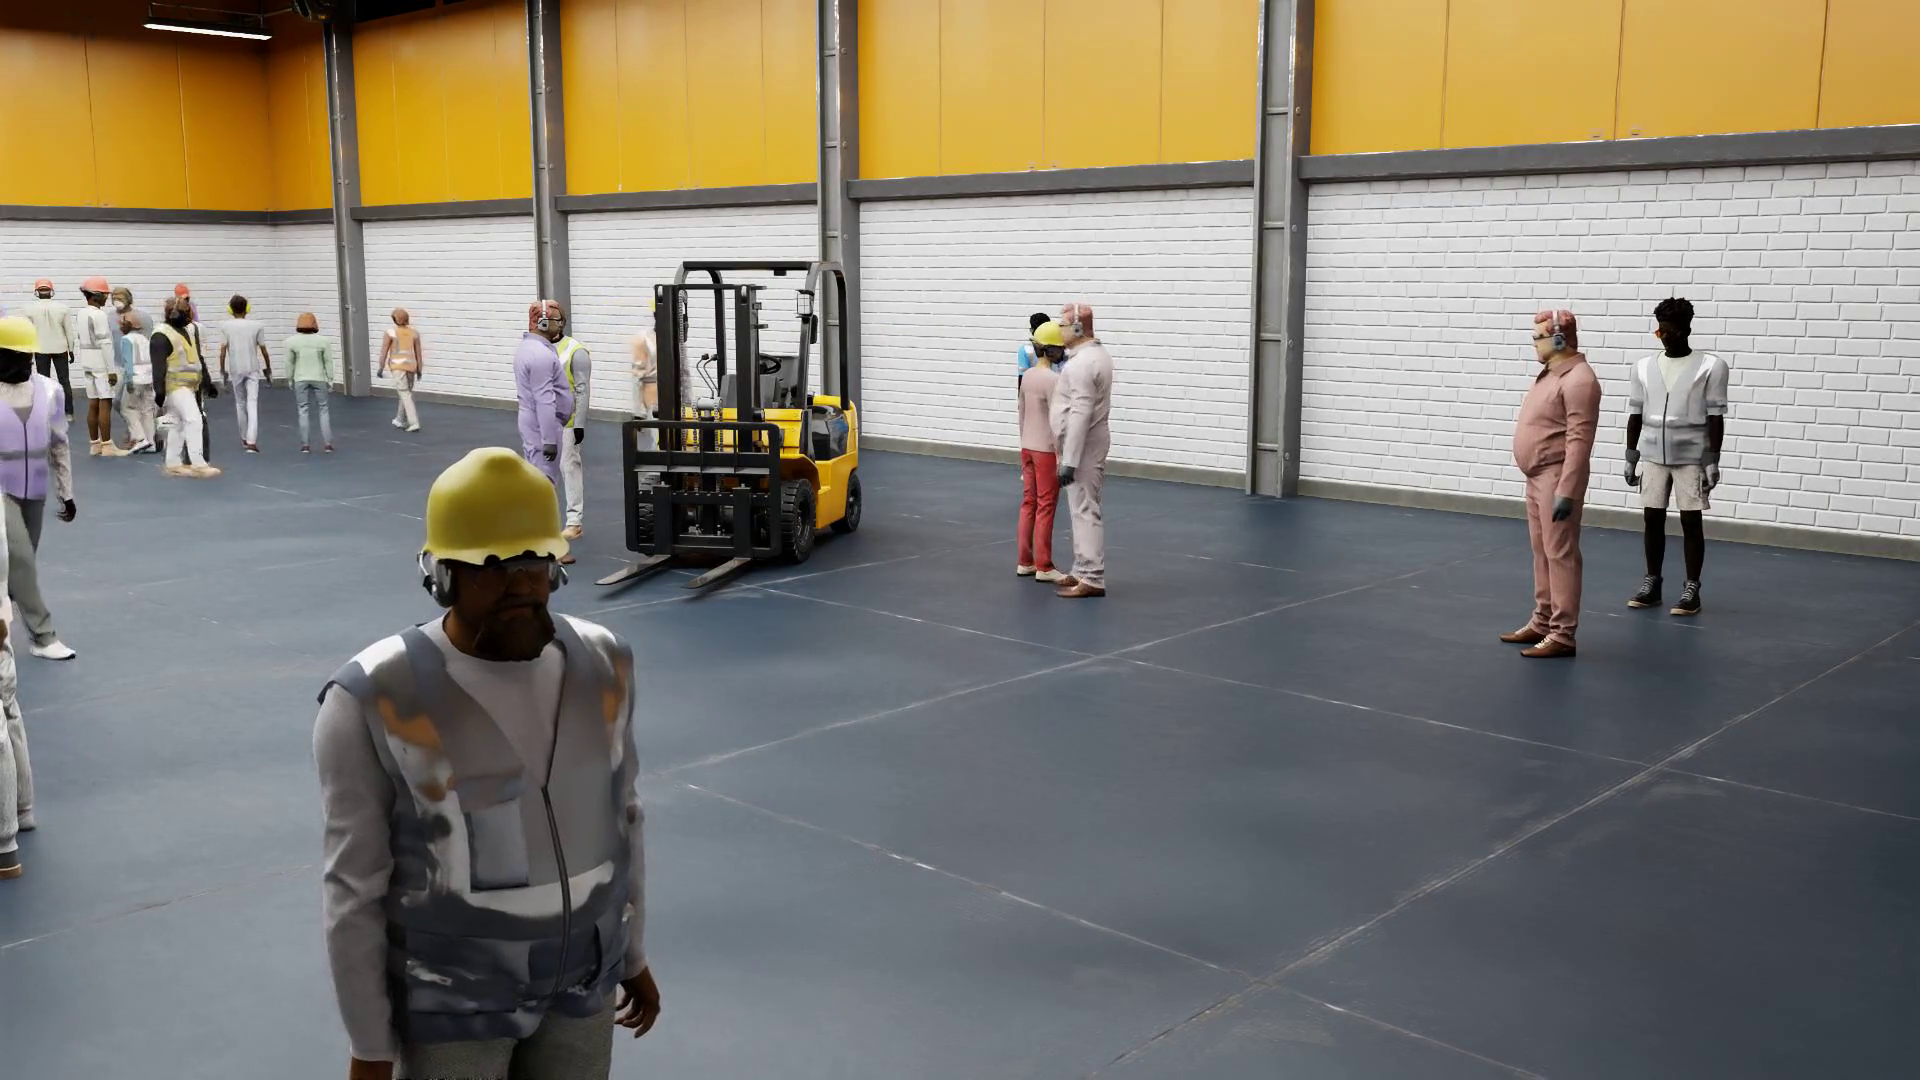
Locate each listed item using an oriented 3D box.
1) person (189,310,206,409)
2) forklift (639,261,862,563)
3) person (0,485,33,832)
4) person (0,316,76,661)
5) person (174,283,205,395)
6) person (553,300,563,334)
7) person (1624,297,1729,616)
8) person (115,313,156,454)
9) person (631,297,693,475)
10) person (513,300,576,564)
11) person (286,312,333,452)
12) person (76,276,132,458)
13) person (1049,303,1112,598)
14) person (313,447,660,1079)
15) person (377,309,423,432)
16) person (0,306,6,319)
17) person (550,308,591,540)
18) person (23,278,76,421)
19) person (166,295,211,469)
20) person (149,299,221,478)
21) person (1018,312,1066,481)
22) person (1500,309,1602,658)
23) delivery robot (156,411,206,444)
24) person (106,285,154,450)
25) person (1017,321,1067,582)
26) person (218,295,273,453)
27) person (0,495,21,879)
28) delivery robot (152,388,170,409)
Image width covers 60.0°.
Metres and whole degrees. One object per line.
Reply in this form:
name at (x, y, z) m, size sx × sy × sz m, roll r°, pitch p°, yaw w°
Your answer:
person at (-11.068, -2.576, 23.847) m, size 0.501 × 1.633 × 0.289 m, roll -2°, pitch 10°, yaw -14°
forklift at (-1.552, -1.040, 12.721) m, size 1.214 × 2.155 × 2.313 m, roll 2°, pitch 9°, yaw 11°
person at (-3.630, 0.326, 6.053) m, size 0.310 × 1.637 × 0.512 m, roll 0°, pitch 9°, yaw 0°
person at (-5.250, -0.301, 9.157) m, size 0.953 × 1.883 × 0.592 m, roll 5°, pitch 11°, yaw 29°
person at (-12.761, -3.306, 27.601) m, size 0.378 × 1.891 × 0.726 m, roll 2°, pitch 9°, yaw 10°
person at (-4.685, -1.859, 19.051) m, size 0.322 × 1.769 × 0.523 m, roll 4°, pitch 10°, yaw 23°
person at (4.397, -0.517, 10.275) m, size 0.388 × 1.952 × 0.611 m, roll -9°, pitch 13°, yaw -44°
person at (-9.423, -1.789, 19.046) m, size 0.413 × 1.614 × 0.539 m, roll 1°, pitch 9°, yaw 3°
person at (-2.584, -1.218, 14.711) m, size 0.565 × 1.919 × 0.632 m, roll 7°, pitch 11°, yaw 35°
person at (-2.977, -0.771, 11.984) m, size 0.401 × 1.903 × 0.645 m, roll -4°, pitch 10°, yaw -23°
person at (-7.513, -1.820, 19.251) m, size 0.508 × 1.629 × 0.298 m, roll -3°, pitch 10°, yaw -19°
person at (-9.647, -1.937, 18.682) m, size 0.608 × 2.044 × 0.372 m, roll 7°, pitch 12°, yaw 38°
person at (0.777, -0.574, 10.810) m, size 0.407 × 1.900 × 0.668 m, roll 2°, pitch 9°, yaw 10°
person at (-0.769, 0.750, 2.849) m, size 0.595 × 1.831 × 0.403 m, roll -9°, pitch 13°, yaw -43°
person at (-7.319, -2.220, 21.785) m, size 0.861 × 1.589 × 0.526 m, roll 8°, pitch 12°, yaw 40°
person at (-14.448, -2.885, 24.802) m, size 0.548 × 1.942 × 0.348 m, roll -1°, pitch 9°, yaw -7°
person at (-3.197, -0.921, 13.065) m, size 0.626 × 1.847 × 0.429 m, roll 4°, pitch 10°, yaw 23°
person at (-12.613, -2.623, 23.063) m, size 0.608 × 1.987 × 0.388 m, roll -6°, pitch 11°, yaw -31°
person at (-8.092, -1.627, 17.386) m, size 0.326 × 1.843 × 0.515 m, roll 1°, pitch 9°, yaw 7°
person at (-7.820, -1.538, 16.924) m, size 0.735 × 1.808 × 0.624 m, roll -1°, pitch 9°, yaw -3°
person at (0.807, -1.409, 16.535) m, size 0.537 × 1.694 × 0.320 m, roll -4°, pitch 10°, yaw -22°
person at (3.234, -0.307, 9.125) m, size 0.405 × 1.903 × 0.636 m, roll 1°, pitch 9°, yaw 3°
delivery robot at (-9.107, -1.373, 19.460) m, size 0.477 × 0.478 × 0.707 m, roll 0°, pitch 10°, yaw -5°
person at (-9.831, -2.040, 19.669) m, size 0.654 × 1.926 × 0.569 m, roll -1°, pitch 9°, yaw -5°
person at (0.590, -0.599, 11.325) m, size 0.326 × 1.767 × 0.533 m, roll -4°, pitch 10°, yaw -25°
person at (-8.327, -1.939, 19.408) m, size 0.537 × 1.807 × 1.015 m, roll -3°, pitch 10°, yaw -17°
person at (-3.470, 0.278, 5.588) m, size 0.355 × 1.883 × 0.572 m, roll 4°, pitch 10°, yaw 25°
delivery robot at (-11.509, -2.075, 23.789) m, size 0.477 × 0.478 × 0.707 m, roll -1°, pitch 9°, yaw -5°
